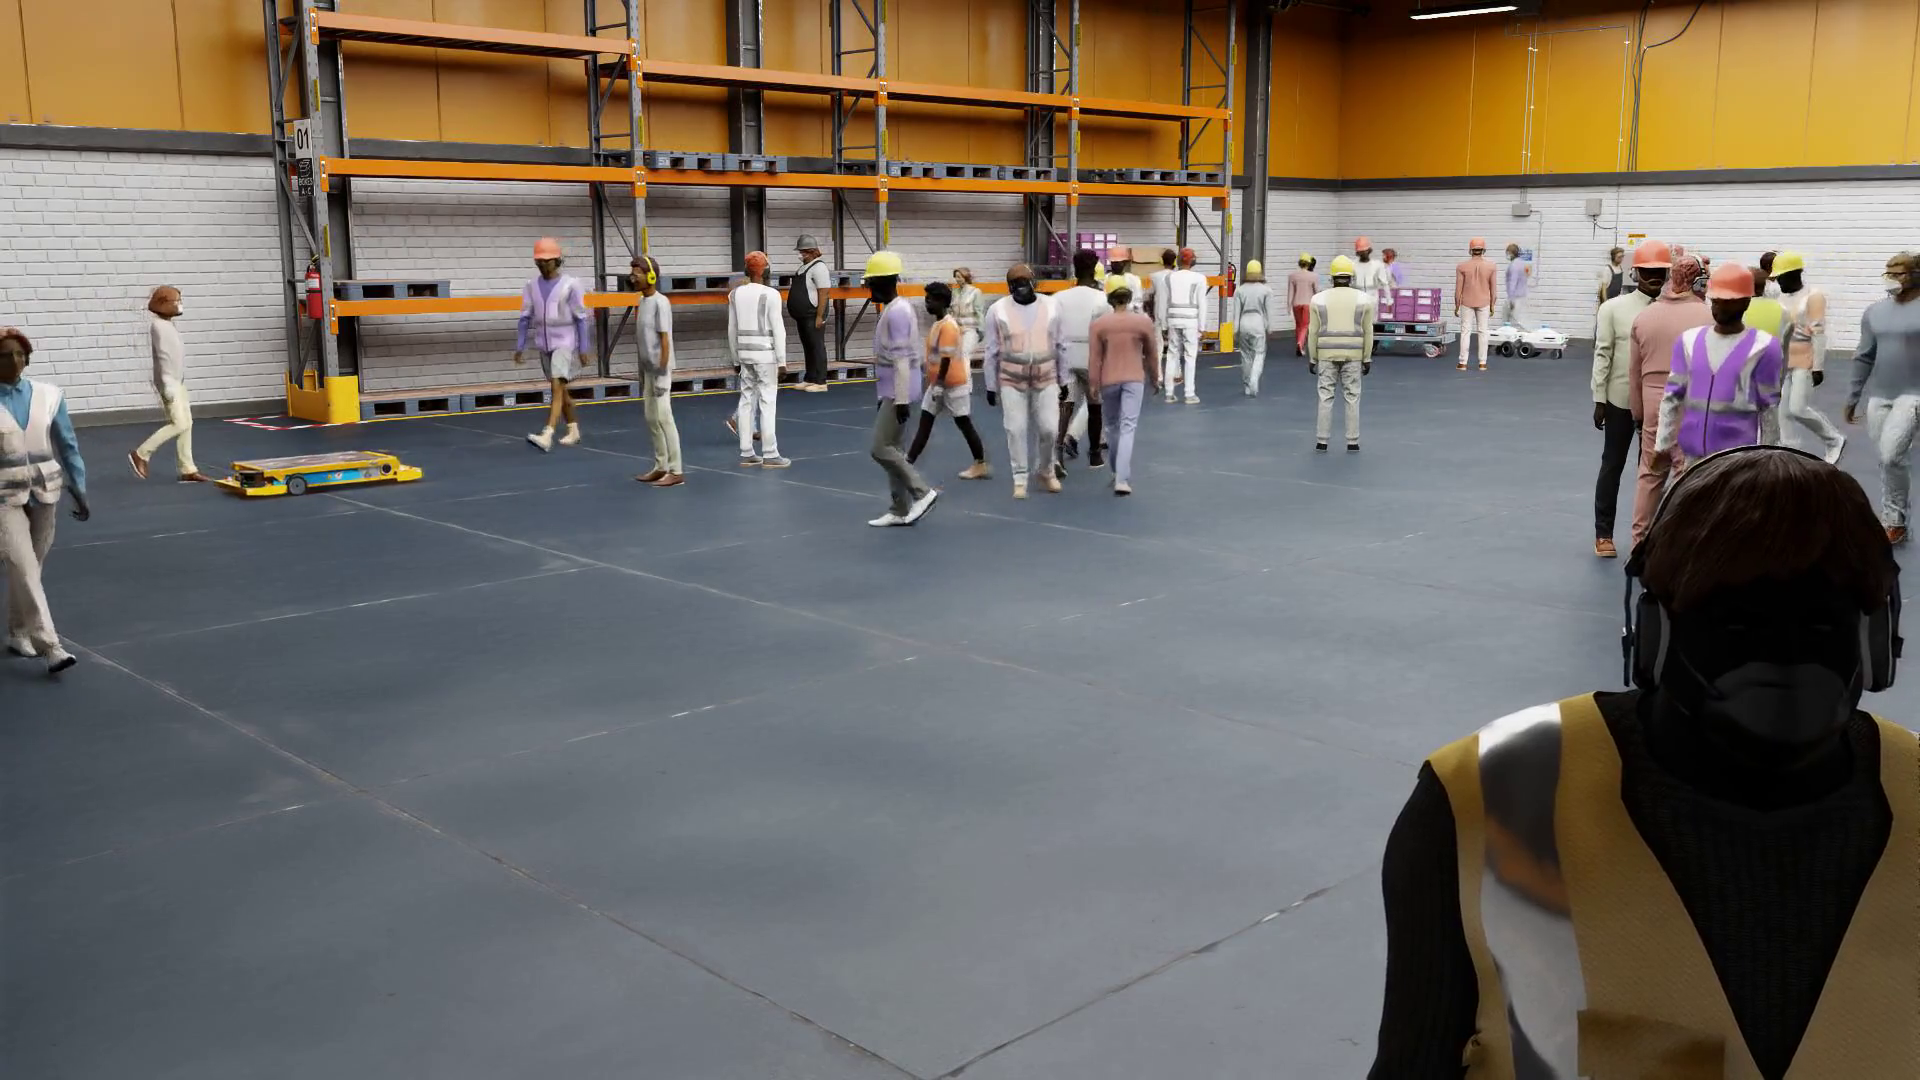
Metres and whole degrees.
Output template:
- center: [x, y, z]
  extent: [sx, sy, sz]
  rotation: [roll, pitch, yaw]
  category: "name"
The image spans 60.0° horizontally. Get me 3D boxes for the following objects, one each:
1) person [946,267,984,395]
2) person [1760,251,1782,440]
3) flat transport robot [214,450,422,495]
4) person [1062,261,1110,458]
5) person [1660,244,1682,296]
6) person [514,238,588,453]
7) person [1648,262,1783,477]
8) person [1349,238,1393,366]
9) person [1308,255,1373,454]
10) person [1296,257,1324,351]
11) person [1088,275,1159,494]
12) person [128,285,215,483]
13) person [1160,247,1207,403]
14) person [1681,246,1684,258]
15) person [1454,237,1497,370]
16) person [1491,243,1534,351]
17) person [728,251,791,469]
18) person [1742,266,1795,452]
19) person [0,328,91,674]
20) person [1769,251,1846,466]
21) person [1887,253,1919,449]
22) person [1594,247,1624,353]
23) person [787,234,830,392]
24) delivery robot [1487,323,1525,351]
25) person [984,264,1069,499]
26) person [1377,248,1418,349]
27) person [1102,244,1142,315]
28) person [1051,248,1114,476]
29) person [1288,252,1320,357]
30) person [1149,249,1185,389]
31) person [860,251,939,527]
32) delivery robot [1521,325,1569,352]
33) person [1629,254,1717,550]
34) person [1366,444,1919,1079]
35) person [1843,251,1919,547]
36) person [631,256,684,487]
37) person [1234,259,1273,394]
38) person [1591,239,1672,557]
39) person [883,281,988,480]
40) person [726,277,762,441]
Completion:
- center: [0.006, -2.608, 20.905]
  extent: [0.541, 1.620, 0.599]
  rotation: [9, 13, 39]
  category: "person"
- center: [8.000, -1.930, 16.541]
  extent: [0.316, 1.867, 0.531]
  rotation: [-4, 11, -19]
  category: "person"
- center: [-5.158, -0.553, 13.387]
  extent: [1.431, 0.197, 0.652]
  rotation: [-10, 14, -44]
  category: "flat transport robot"
- center: [1.177, -1.654, 15.205]
  extent: [0.594, 1.803, 0.866]
  rotation: [10, 14, 43]
  category: "person"
- center: [10.738, -3.537, 25.215]
  extent: [0.485, 1.894, 0.674]
  rotation: [4, 11, 23]
  category: "person"
- center: [-3.874, -1.829, 15.669]
  extent: [0.632, 1.983, 1.055]
  rotation: [4, 11, 20]
  category: "person"
- center: [3.967, -0.500, 8.723]
  extent: [1.013, 1.889, 0.551]
  rotation: [-9, 14, -41]
  category: "person"
- center: [6.391, -3.725, 26.058]
  extent: [0.741, 1.972, 1.074]
  rotation: [2, 11, 13]
  category: "person"
- center: [3.530, -1.715, 15.450]
  extent: [0.590, 1.837, 0.404]
  rotation: [2, 11, 11]
  category: "person"
- center: [6.097, -4.127, 29.123]
  extent: [0.557, 1.638, 0.899]
  rotation: [5, 11, 25]
  category: "person"
- center: [1.289, -1.241, 13.218]
  extent: [0.534, 1.708, 0.950]
  rotation: [3, 11, 14]
  category: "person"
- center: [-6.436, -1.251, 13.498]
  extent: [0.530, 1.619, 0.511]
  rotation: [-2, 11, -11]
  category: "person"
- center: [2.695, -2.584, 20.086]
  extent: [0.578, 1.880, 0.353]
  rotation: [6, 12, 29]
  category: "person"
- center: [11.393, -3.709, 26.242]
  extent: [0.651, 1.871, 0.903]
  rotation: [-5, 12, -27]
  category: "person"
- center: [7.738, -3.544, 24.991]
  extent: [0.611, 1.997, 0.375]
  rotation: [1, 10, 8]
  category: "person"
- center: [9.668, -4.184, 28.783]
  extent: [0.913, 1.900, 0.646]
  rotation: [5, 11, 24]
  category: "person"
- center: [-1.746, -1.561, 14.480]
  extent: [0.584, 1.882, 0.345]
  rotation: [7, 12, 33]
  category: "person"
- center: [5.966, -1.159, 12.552]
  extent: [0.619, 1.797, 0.935]
  rotation: [0, 10, 1]
  category: "person"
- center: [-4.350, -0.187, 7.760]
  extent: [0.848, 1.586, 0.538]
  rotation: [8, 13, 36]
  category: "person"
- center: [7.158, -1.496, 14.124]
  extent: [0.653, 1.886, 0.650]
  rotation: [-1, 10, -6]
  category: "person"
- center: [9.203, -1.840, 16.000]
  extent: [0.606, 1.895, 0.844]
  rotation: [8, 13, 38]
  category: "person"
- center: [11.060, -4.015, 28.034]
  extent: [0.552, 1.815, 0.792]
  rotation: [-7, 13, -34]
  category: "person"
- center: [-1.978, -2.944, 21.597]
  extent: [0.535, 2.000, 0.686]
  rotation: [-5, 11, -25]
  category: "person"
- center: [9.172, -3.401, 27.888]
  extent: [0.477, 0.478, 0.707]
  rotation: [-6, 12, -28]
  category: "delivery robot"
- center: [0.501, -1.217, 12.828]
  extent: [0.658, 1.812, 0.544]
  rotation: [-1, 10, -6]
  category: "person"
- center: [7.767, -4.254, 29.405]
  extent: [0.818, 1.806, 0.590]
  rotation: [5, 12, 26]
  category: "person"
- center: [1.791, -2.443, 19.225]
  extent: [0.548, 1.907, 0.821]
  rotation: [5, 12, 27]
  category: "person"
- center: [1.006, -1.502, 14.082]
  extent: [0.612, 1.925, 1.007]
  rotation: [4, 11, 19]
  category: "person"
- center: [5.715, -3.920, 27.753]
  extent: [0.527, 1.745, 0.789]
  rotation: [5, 12, 27]
  category: "person"
- center: [2.778, -2.955, 22.227]
  extent: [0.542, 1.826, 0.933]
  rotation: [4, 11, 23]
  category: "person"
- center: [-0.464, -1.023, 11.458]
  extent: [0.442, 1.910, 0.622]
  rotation: [-1, 10, -7]
  category: "person"
- center: [9.601, -3.292, 27.295]
  extent: [0.707, 0.478, 0.477]
  rotation: [7, 13, 34]
  category: "delivery robot"
- center: [4.351, -0.757, 10.035]
  extent: [0.409, 1.906, 0.652]
  rotation: [-5, 12, -27]
  category: "person"
- center: [0.690, 0.827, 1.582]
  extent: [0.622, 1.844, 0.429]
  rotation: [2, 11, 9]
  category: "person"
- center: [6.043, -0.899, 10.781]
  extent: [0.596, 1.915, 0.654]
  rotation: [-4, 11, -20]
  category: "person"
- center: [-2.465, -1.355, 13.461]
  extent: [0.354, 1.857, 0.542]
  rotation: [-7, 12, -32]
  category: "person"
- center: [3.691, -2.680, 21.039]
  extent: [0.489, 1.721, 0.680]
  rotation: [3, 11, 17]
  category: "person"
- center: [4.283, -0.880, 10.469]
  extent: [0.612, 1.995, 0.377]
  rotation: [0, 10, 0]
  category: "person"
- center: [-0.173, -1.296, 13.674]
  extent: [0.892, 1.635, 0.541]
  rotation: [-3, 11, -13]
  category: "person"
- center: [-2.033, -1.757, 16.256]
  extent: [0.382, 1.619, 0.516]
  rotation: [-1, 10, -5]
  category: "person"
